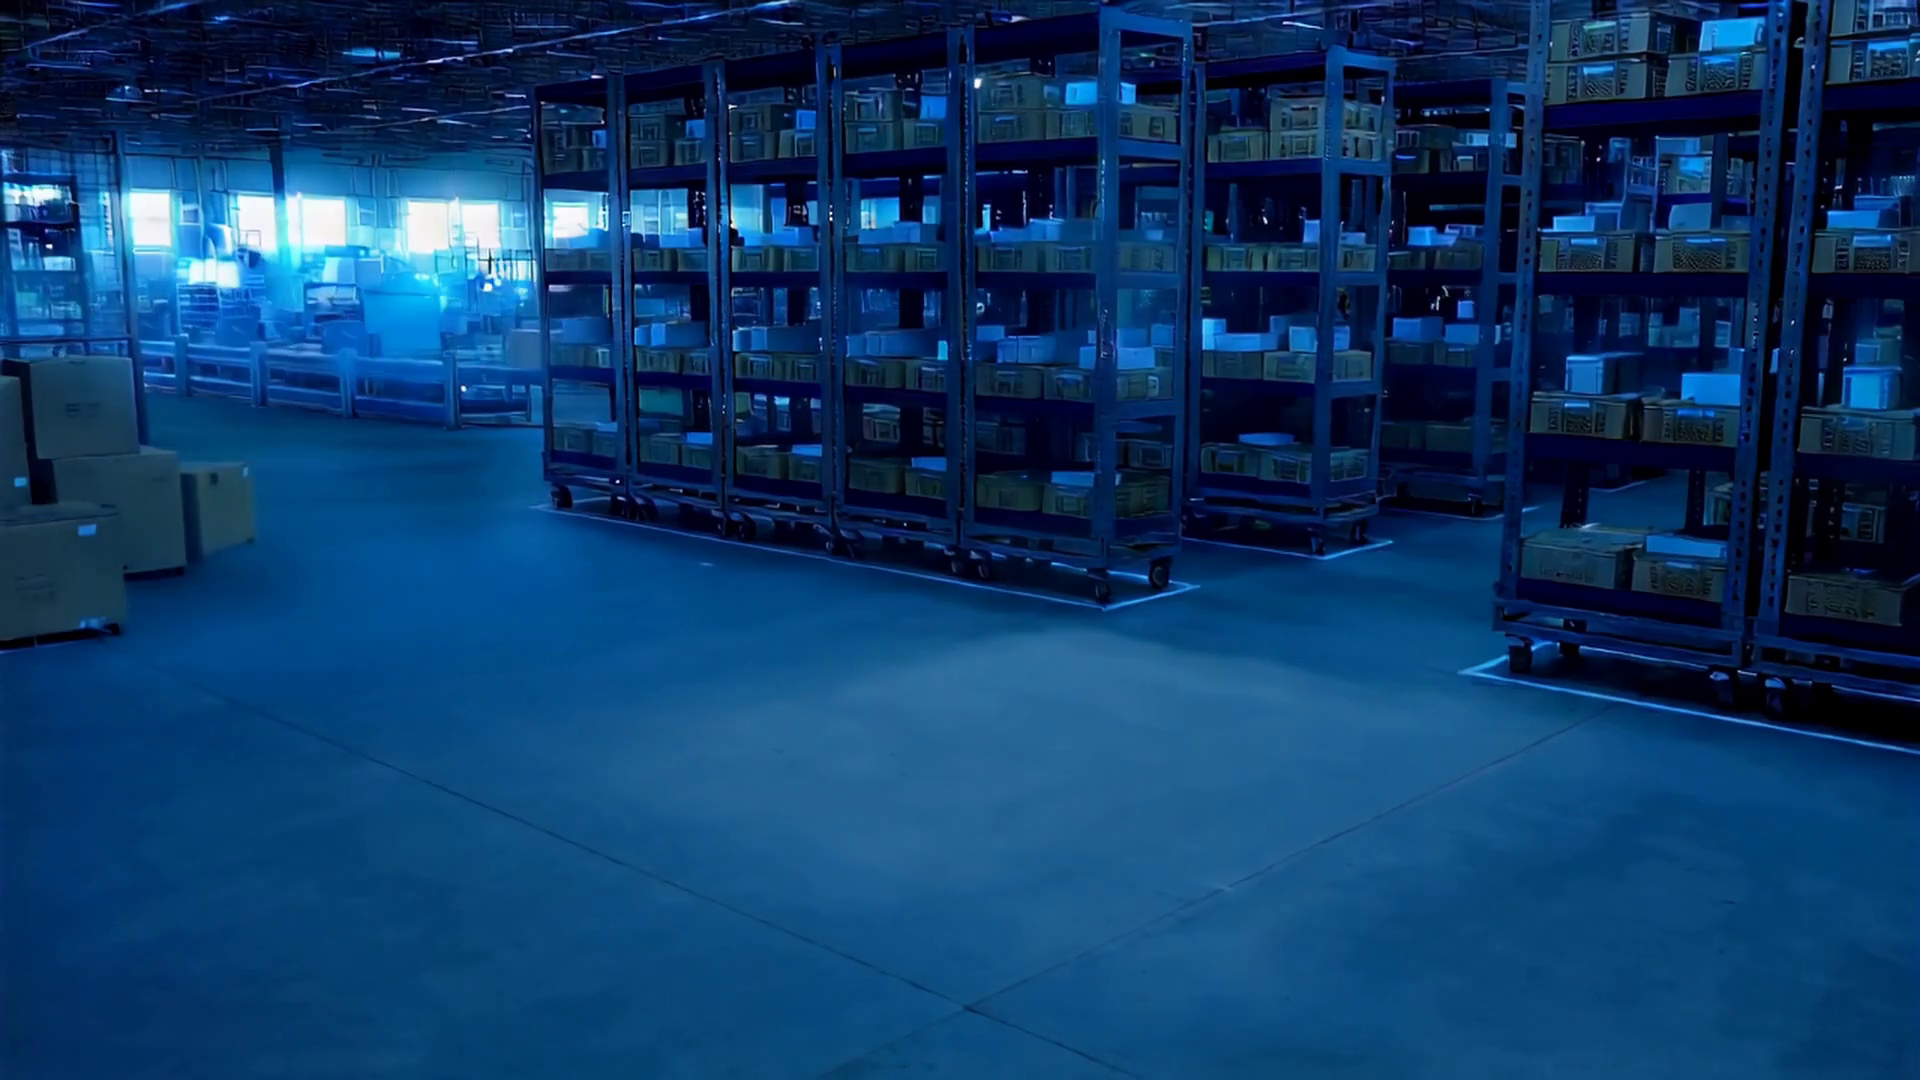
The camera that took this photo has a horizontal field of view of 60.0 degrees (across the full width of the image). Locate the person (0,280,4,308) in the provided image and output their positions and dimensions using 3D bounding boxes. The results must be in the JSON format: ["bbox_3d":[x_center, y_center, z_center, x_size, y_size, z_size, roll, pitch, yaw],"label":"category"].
[{"bbox_3d":[-30.732,-7.458,53.097,0.530,1.753,0.537,-5,10,-27],"label":"person"}]

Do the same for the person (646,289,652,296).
[{"bbox_3d":[-15.551,-12.431,83.043,0.370,1.941,0.627,1,9,5],"label":"person"}]

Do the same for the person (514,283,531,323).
[{"bbox_3d":[-15.590,-8.374,59.264,0.856,1.581,0.516,-7,12,-37],"label":"person"}]

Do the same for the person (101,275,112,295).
[{"bbox_3d":[-27.326,-7.587,53.530,0.964,1.872,0.603,-8,12,-40],"label":"person"}]

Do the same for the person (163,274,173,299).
[{"bbox_3d":[-36.927,-11.490,77.587,0.430,1.831,0.644,-9,13,-43],"label":"person"}]

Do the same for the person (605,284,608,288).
[{"bbox_3d":[-16.173,-11.290,76.275,0.310,1.865,0.535,-3,10,-16],"label":"person"}]

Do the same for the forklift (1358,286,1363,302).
[{"bbox_3d":[11.100,-7.017,46.970,1.873,2.768,1.129,9,13,43],"label":"forklift"}]

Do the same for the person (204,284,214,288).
[{"bbox_3d":[-32.774,-10.694,72.589,0.328,1.876,0.514,6,11,34],"label":"person"}]

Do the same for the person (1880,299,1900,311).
[{"bbox_3d":[15.598,-3.428,27.836,0.435,1.948,0.611,3,10,20],"label":"person"}]

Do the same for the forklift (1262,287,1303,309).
[{"bbox_3d":[10.769,-8.203,54.240,1.129,2.768,1.873,8,12,42],"label":"forklift"}]

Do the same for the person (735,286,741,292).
[{"bbox_3d":[-9.305,-10.093,68.864,0.572,1.895,0.883,0,9,2],"label":"person"}]

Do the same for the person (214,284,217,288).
[{"bbox_3d":[-32.816,-10.867,73.514,0.484,1.917,0.658,-7,12,-37],"label":"person"}]

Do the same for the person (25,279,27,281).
[{"bbox_3d":[-45.958,-12.227,81.927,0.504,1.902,0.586,-5,10,-27],"label":"person"}]

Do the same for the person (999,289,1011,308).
[{"bbox_3d":[0.748,-3.631,29.748,0.442,1.720,0.647,-1,9,-6],"label":"person"}]

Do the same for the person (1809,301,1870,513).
[{"bbox_3d":[7.415,-1.105,13.981,0.835,1.821,0.573,-8,12,-41],"label":"person"}]

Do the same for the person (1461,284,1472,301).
[{"bbox_3d":[14.899,-6.783,48.983,0.416,1.753,0.548,7,12,37],"label":"person"}]
